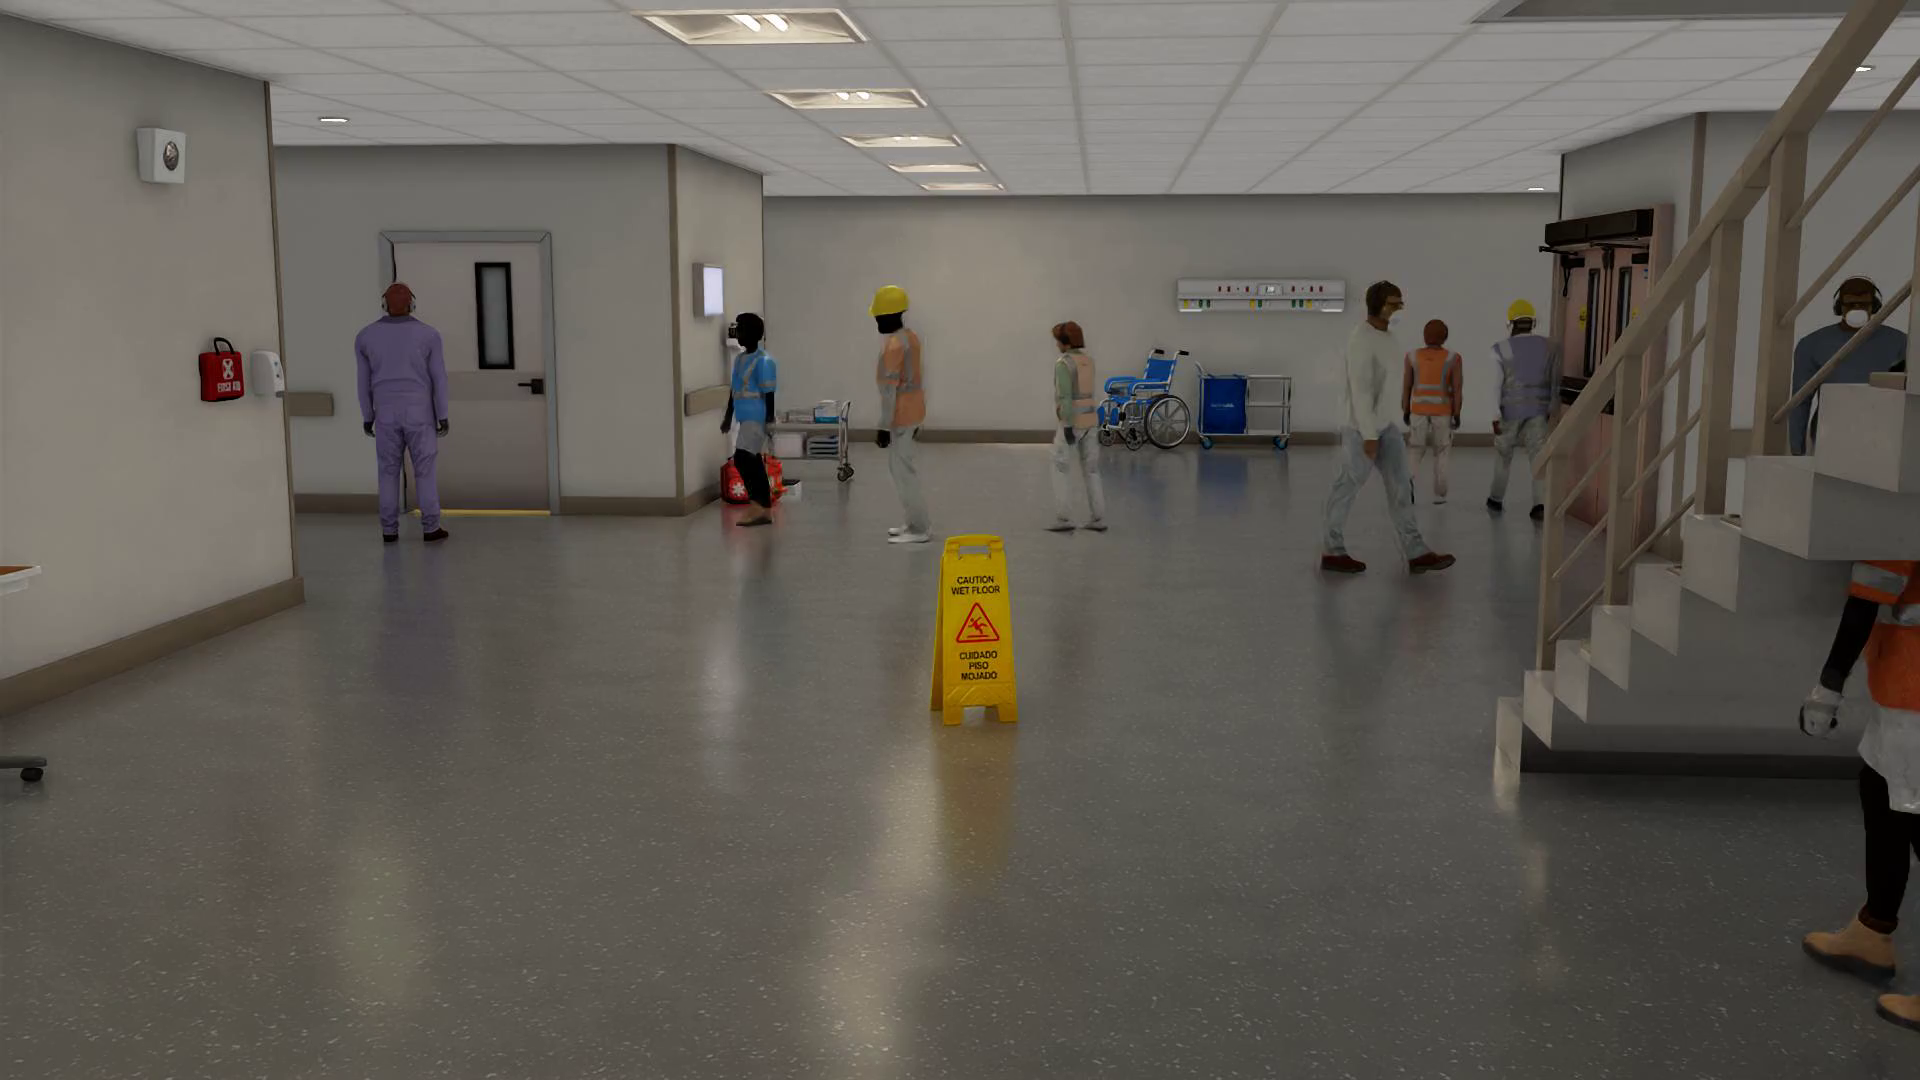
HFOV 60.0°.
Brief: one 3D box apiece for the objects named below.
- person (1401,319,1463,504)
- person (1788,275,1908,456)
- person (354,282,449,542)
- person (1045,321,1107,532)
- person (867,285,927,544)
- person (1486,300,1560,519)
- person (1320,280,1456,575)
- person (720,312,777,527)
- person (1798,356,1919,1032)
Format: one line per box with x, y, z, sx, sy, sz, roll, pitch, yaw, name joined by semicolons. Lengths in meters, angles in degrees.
4.047;-1.090;14.335;0.531;1.621;0.618;5;10;31;person
5.094;-0.542;9.539;0.639;1.928;0.374;3;9;18;person
-4.088;-0.937;12.270;0.650;1.913;0.409;-1;8;-5;person
0.915;-0.862;12.764;0.408;1.633;0.529;7;11;38;person
-0.444;-0.897;12.082;0.435;1.891;0.637;1;8;7;person
4.619;-1.073;13.656;0.604;1.789;0.952;0;8;1;person
2.749;-0.698;10.659;0.949;1.895;0.659;6;11;37;person
-1.677;-0.933;13.022;0.497;1.680;0.539;-4;9;-26;person
2.345;0.373;4.181;0.552;1.673;0.674;-6;11;-37;person
